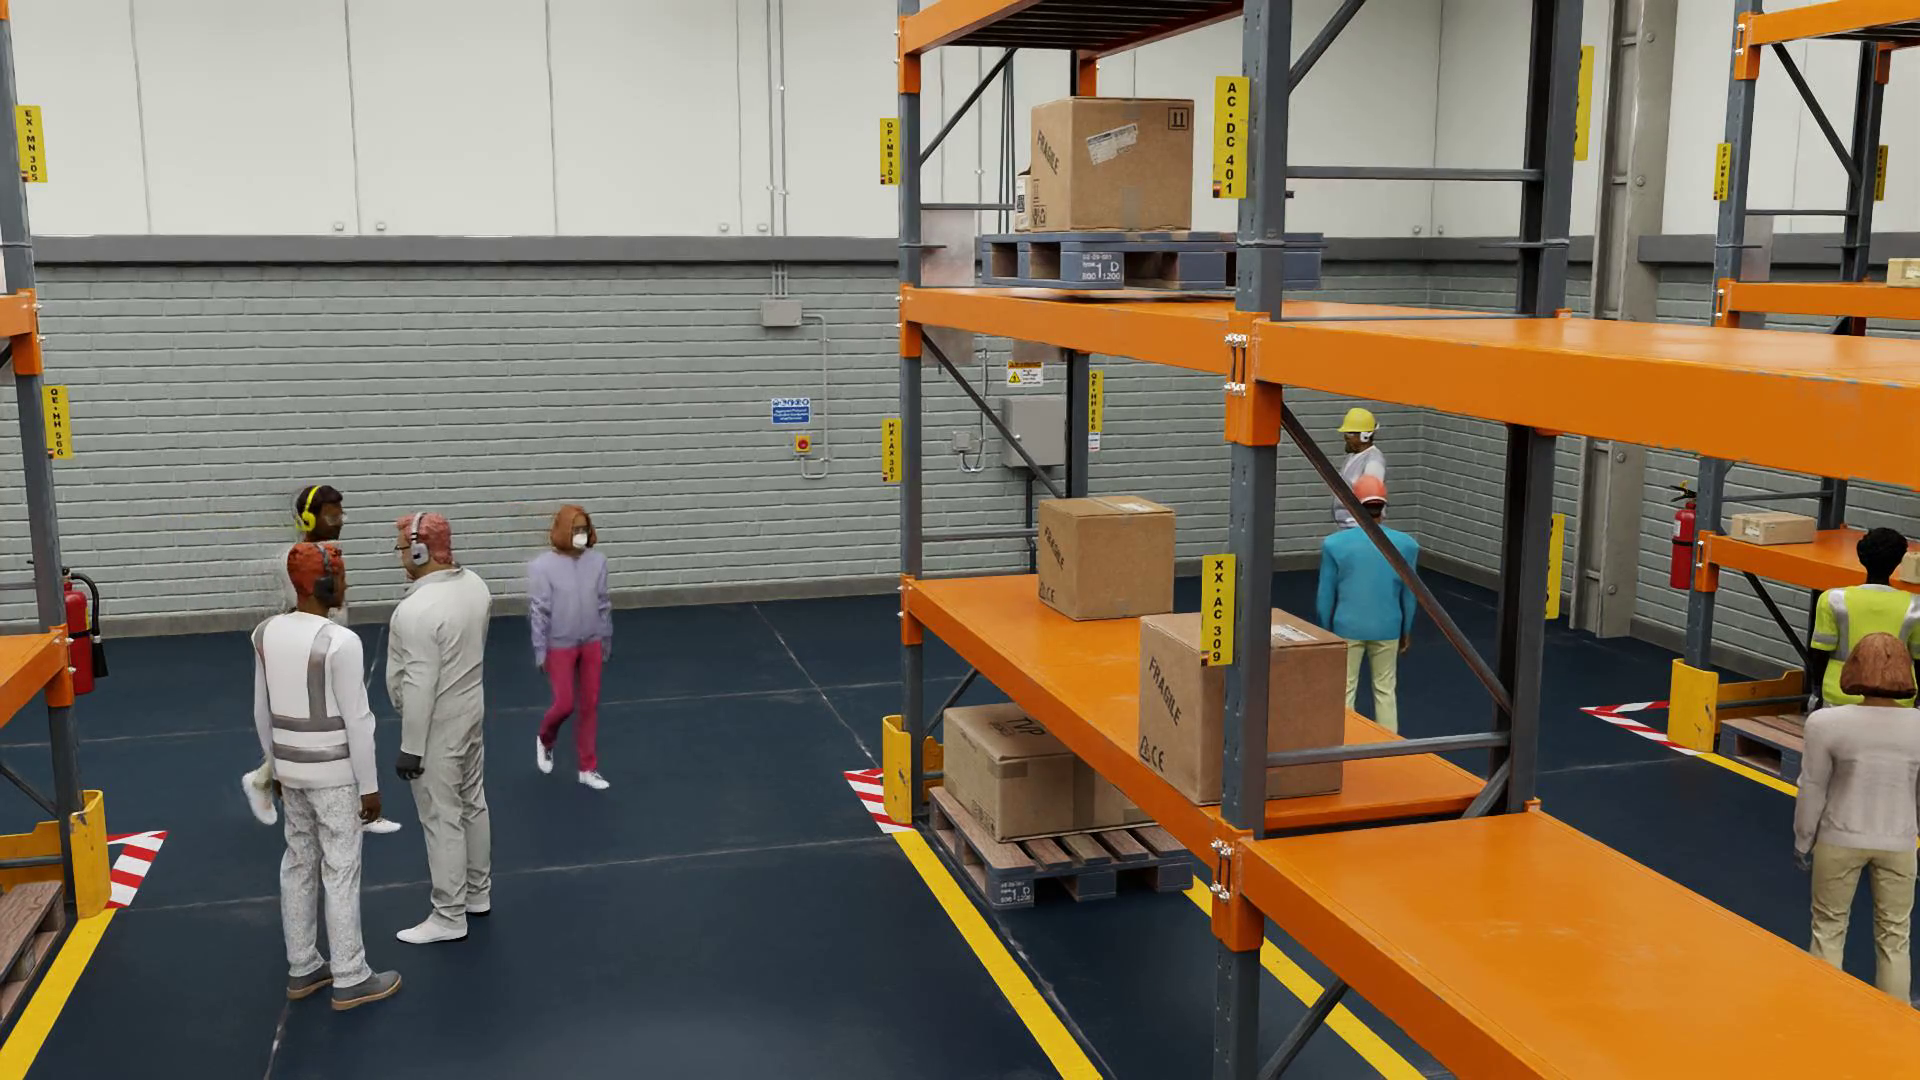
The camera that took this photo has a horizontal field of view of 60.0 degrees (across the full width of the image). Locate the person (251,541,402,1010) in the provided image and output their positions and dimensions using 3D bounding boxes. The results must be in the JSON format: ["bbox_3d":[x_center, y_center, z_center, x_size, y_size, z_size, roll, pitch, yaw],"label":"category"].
[{"bbox_3d":[-2.558,0.938,6.671,0.584,1.882,0.337,5,11,28],"label":"person"}]

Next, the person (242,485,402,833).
[{"bbox_3d":[-3.337,0.625,8.562,0.769,1.845,0.509,3,10,15],"label":"person"}]

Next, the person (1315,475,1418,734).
[{"bbox_3d":[2.341,0.492,9.639,0.576,1.739,0.385,0,10,2],"label":"person"}]

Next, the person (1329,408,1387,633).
[{"bbox_3d":[3.053,-0.103,12.774,0.404,1.825,0.594,0,10,-2],"label":"person"}]

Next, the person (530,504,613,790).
[{"bbox_3d":[-2.186,0.593,9.363,0.514,1.621,0.435,-10,14,-44],"label":"person"}]

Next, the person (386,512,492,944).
[{"bbox_3d":[-2.302,0.815,7.320,0.410,1.906,0.642,1,10,8],"label":"person"}]

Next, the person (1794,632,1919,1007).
[{"bbox_3d":[3.380,1.149,6.209,0.501,1.628,0.265,3,10,14],"label":"person"}]

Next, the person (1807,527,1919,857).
[{"bbox_3d":[4.423,0.780,8.108,0.540,1.695,0.317,5,11,25],"label":"person"}]
